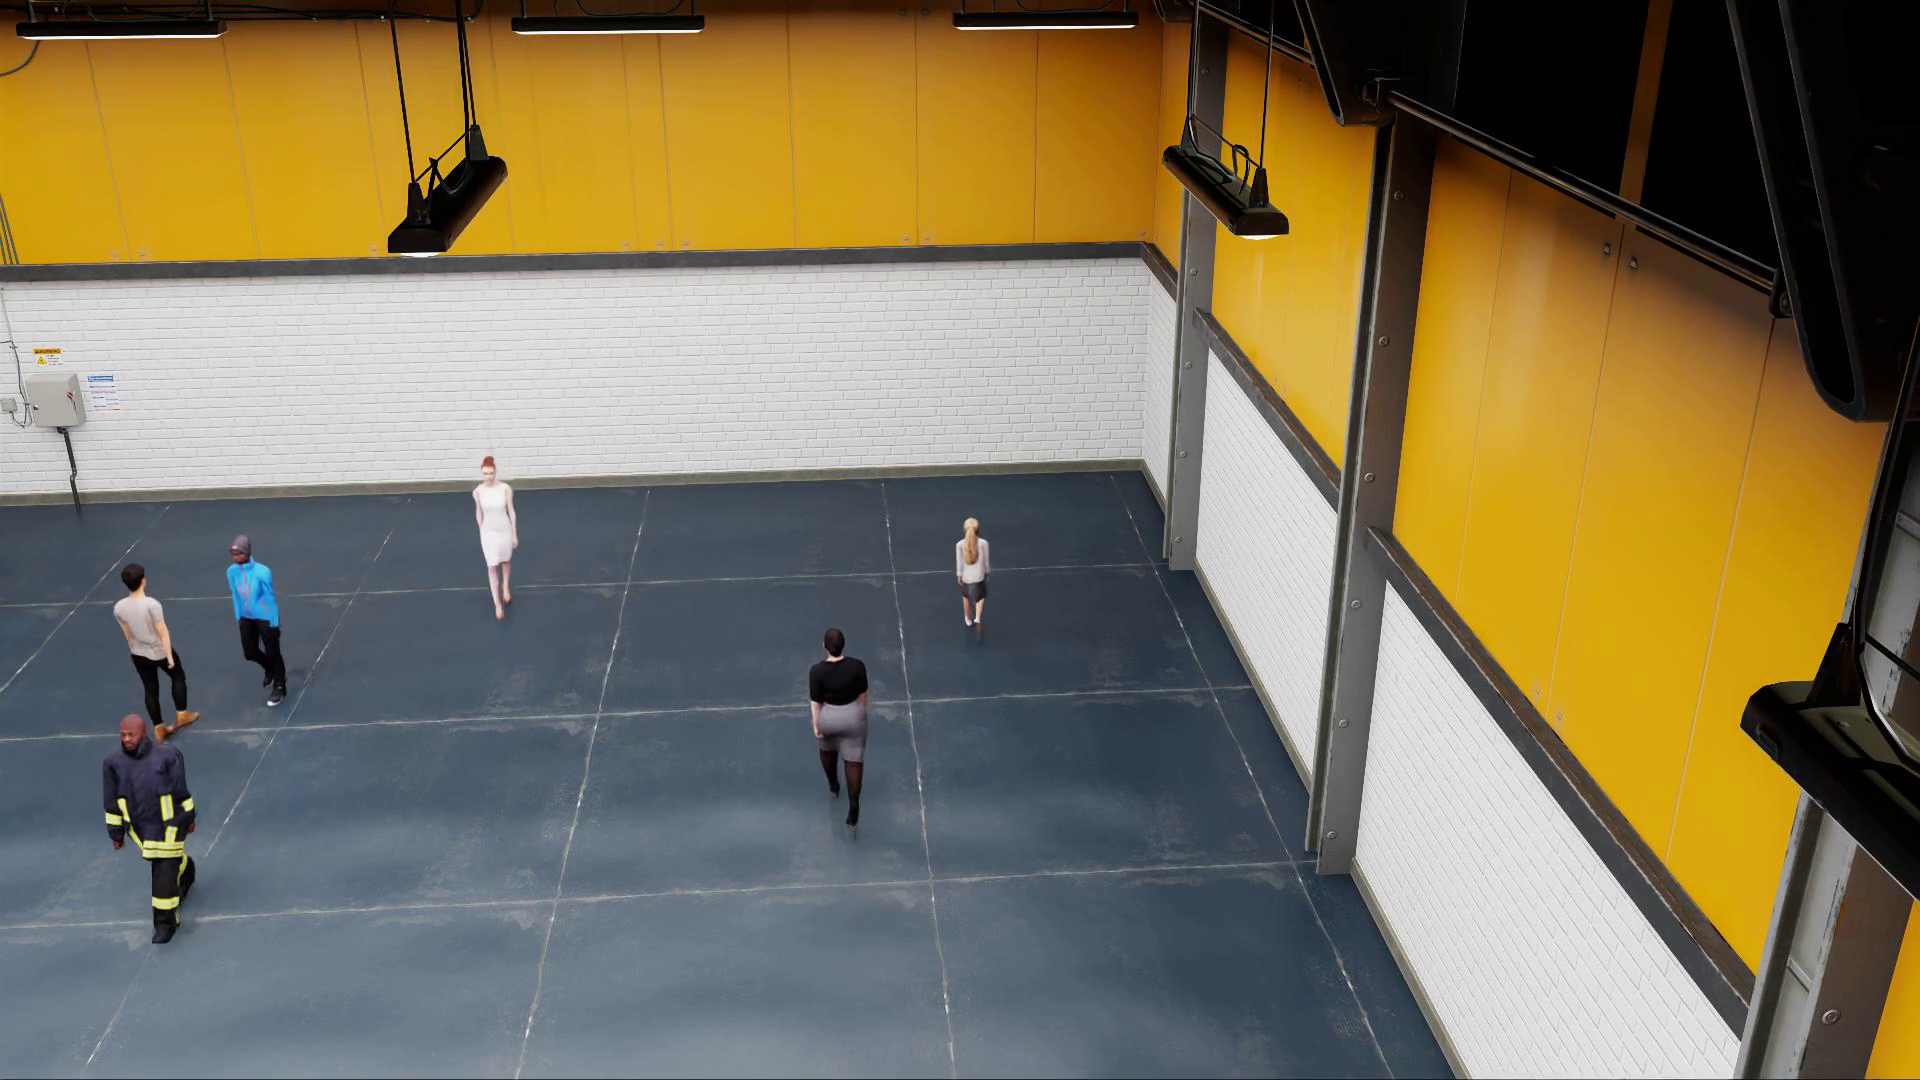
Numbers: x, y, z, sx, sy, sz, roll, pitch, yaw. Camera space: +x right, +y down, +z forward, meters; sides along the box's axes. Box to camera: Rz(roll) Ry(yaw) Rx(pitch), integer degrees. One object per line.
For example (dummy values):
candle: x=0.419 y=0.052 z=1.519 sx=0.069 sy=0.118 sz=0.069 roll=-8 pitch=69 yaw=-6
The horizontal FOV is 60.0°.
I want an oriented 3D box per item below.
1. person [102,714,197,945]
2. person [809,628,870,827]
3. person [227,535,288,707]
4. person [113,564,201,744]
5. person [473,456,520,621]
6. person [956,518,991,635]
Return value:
person: x=-6.189 y=2.109 z=12.826 sx=0.744 sy=1.783 sz=1.144 roll=-2 pitch=24 yaw=-4
person: x=-0.992 y=1.601 z=14.063 sx=0.640 sy=1.723 sz=1.092 roll=-2 pitch=24 yaw=-3
person: x=-6.685 y=0.723 z=16.005 sx=0.695 sy=1.778 sz=0.810 roll=3 pitch=24 yaw=7
person: x=-7.488 y=1.076 z=15.293 sx=0.684 sy=1.700 sz=0.783 roll=2 pitch=24 yaw=4
person: x=-4.943 y=-0.079 z=17.858 sx=0.667 sy=1.762 sz=0.995 roll=-6 pitch=24 yaw=-14
person: x=0.141 y=0.383 z=17.427 sx=0.568 sy=1.261 sz=0.773 roll=1 pitch=24 yaw=2
